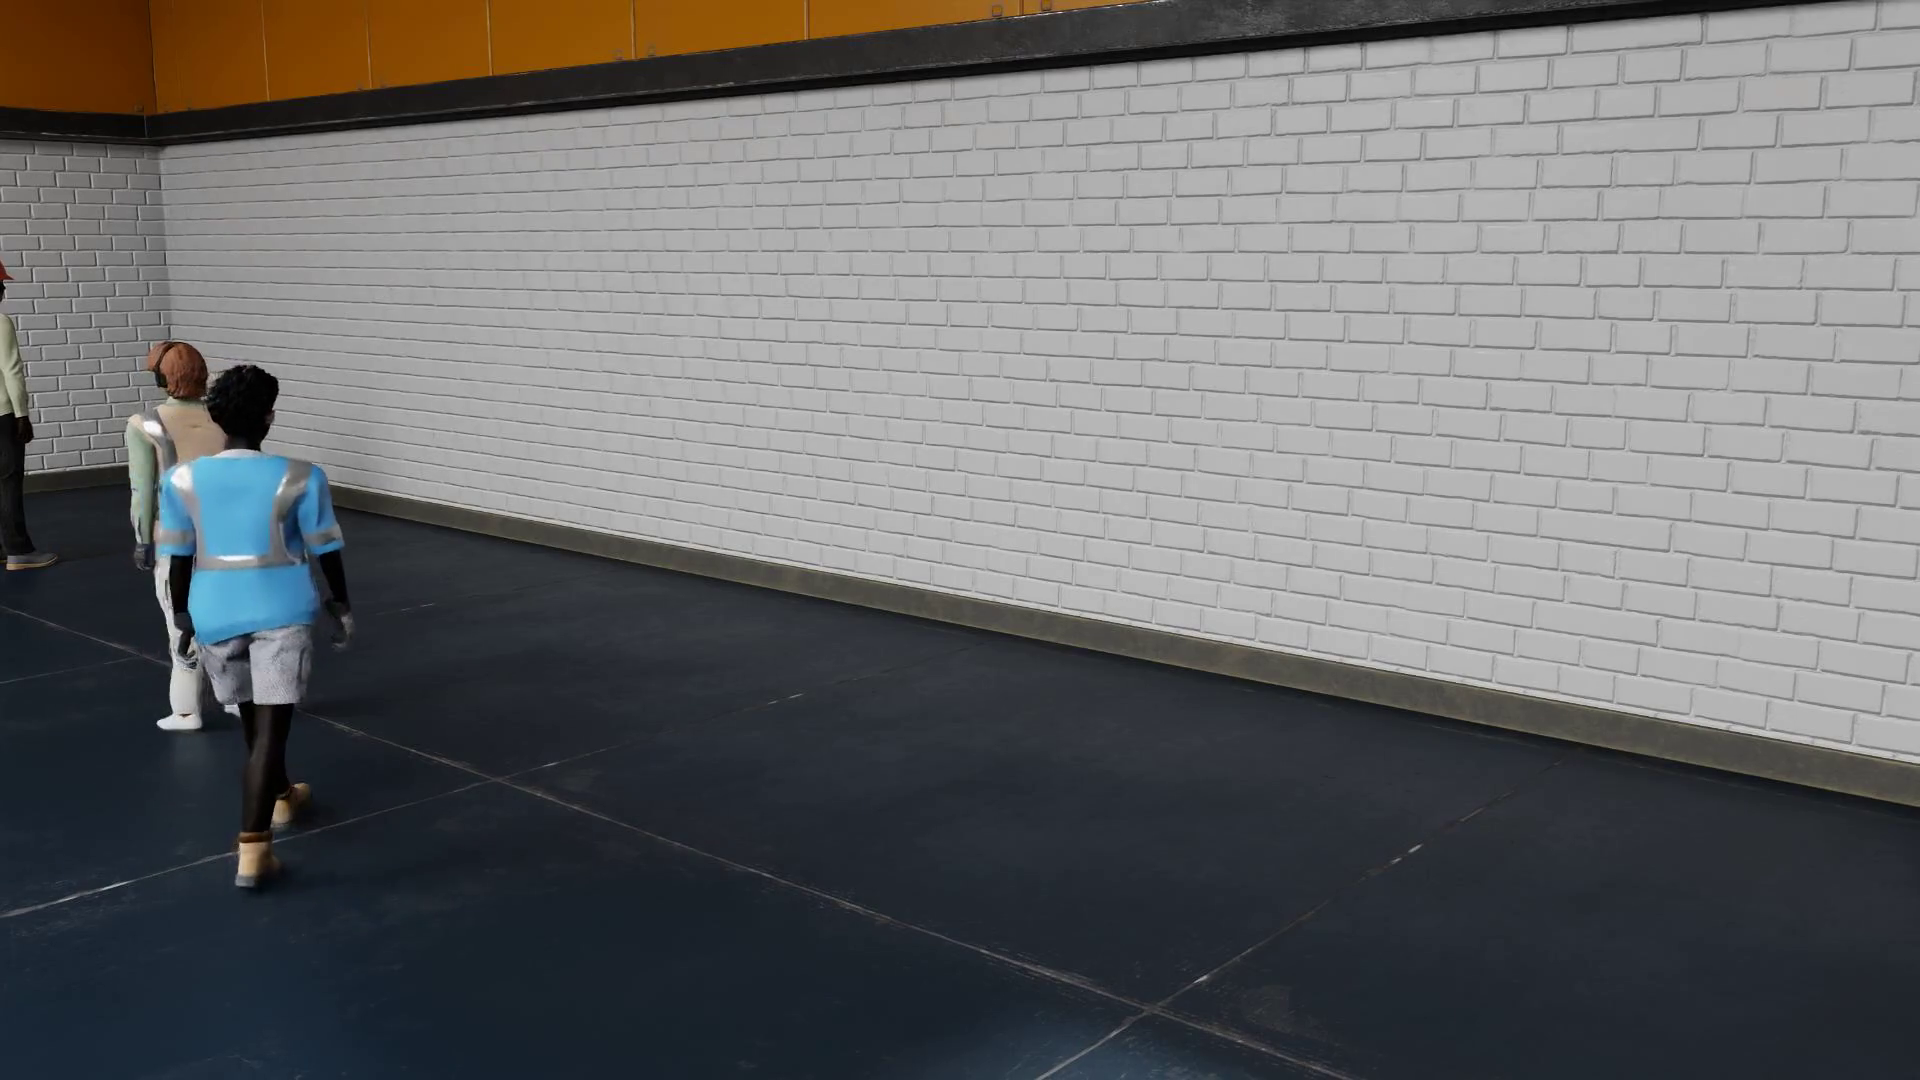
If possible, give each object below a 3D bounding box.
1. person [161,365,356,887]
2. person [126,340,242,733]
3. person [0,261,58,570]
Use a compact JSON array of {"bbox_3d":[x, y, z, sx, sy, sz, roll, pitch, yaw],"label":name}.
[{"bbox_3d":[-2.294,0.252,5.460,0.544,1.647,0.890,-1,10,-4],"label":"person"},{"bbox_3d":[-3.224,-0.007,6.990,0.338,1.644,0.521,7,12,35],"label":"person"},{"bbox_3d":[-6.088,-0.805,10.493,0.609,1.995,0.376,4,11,24],"label":"person"}]
